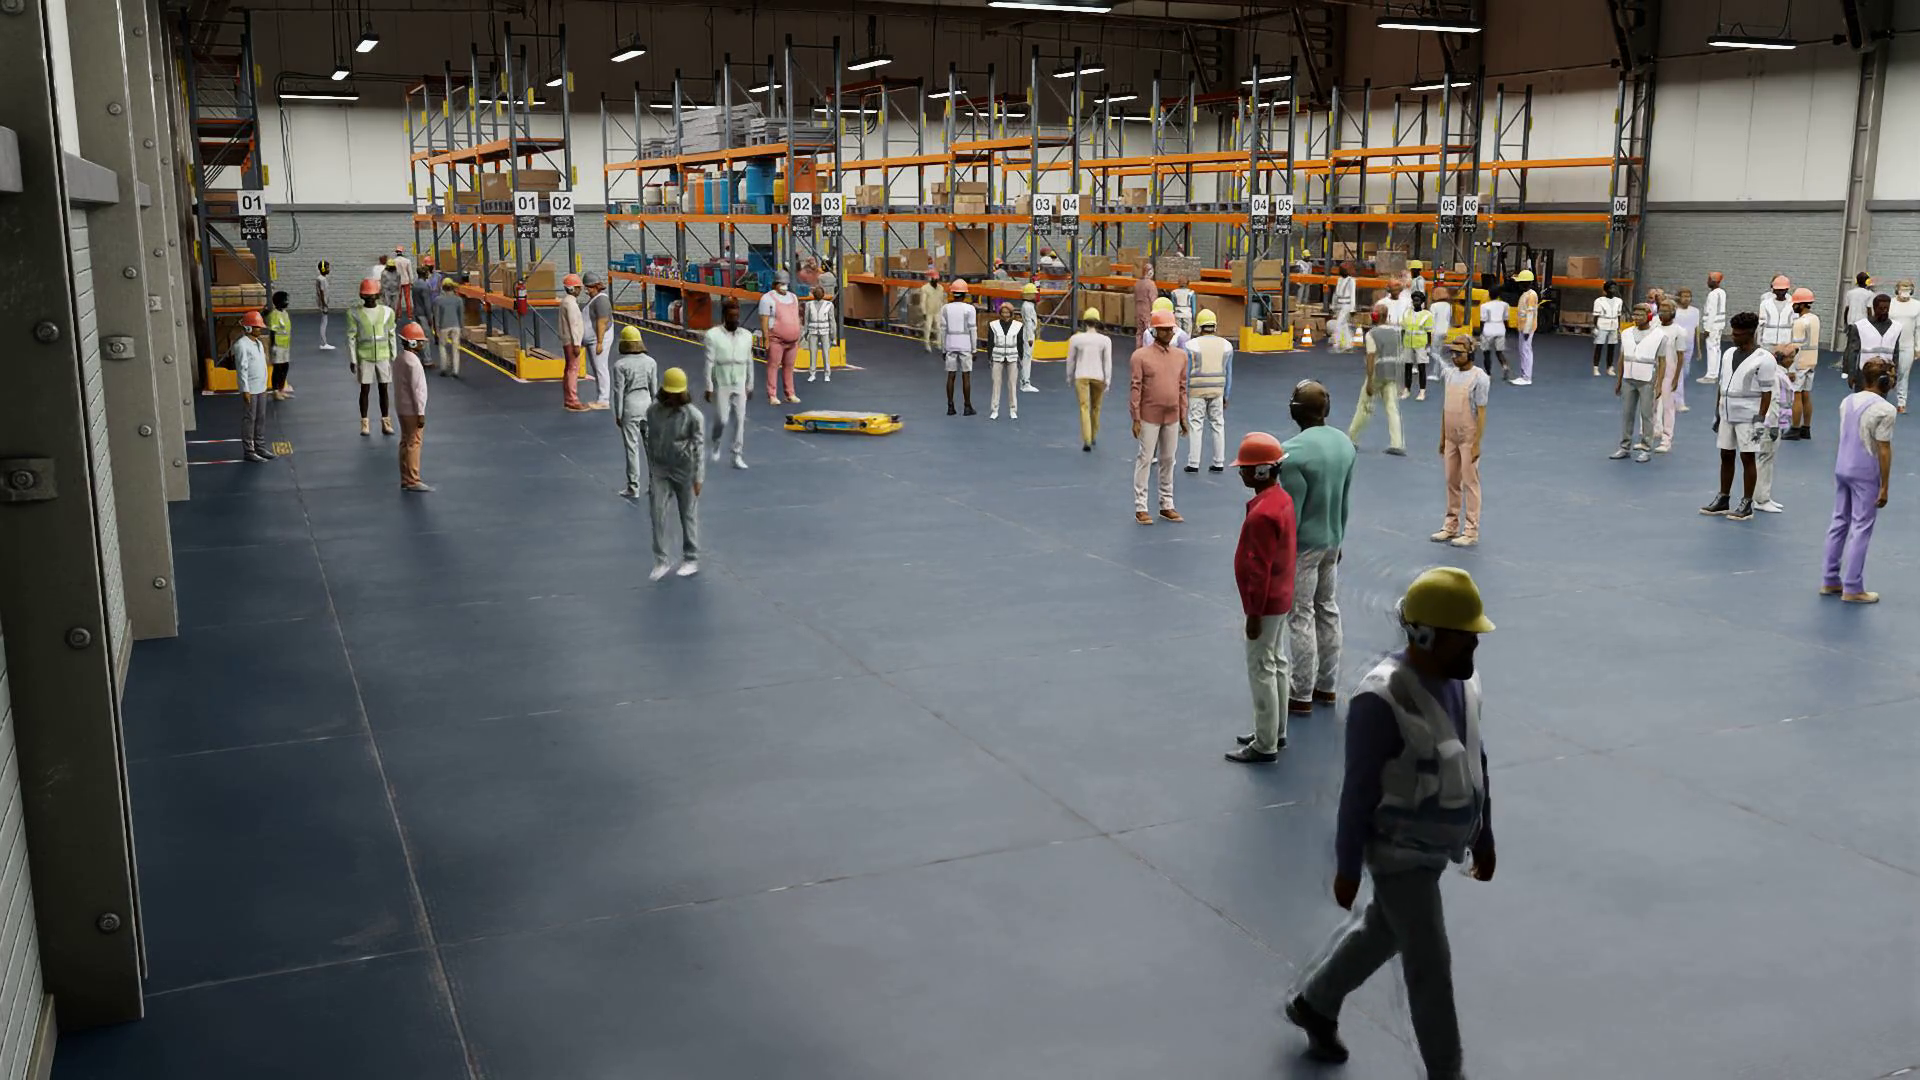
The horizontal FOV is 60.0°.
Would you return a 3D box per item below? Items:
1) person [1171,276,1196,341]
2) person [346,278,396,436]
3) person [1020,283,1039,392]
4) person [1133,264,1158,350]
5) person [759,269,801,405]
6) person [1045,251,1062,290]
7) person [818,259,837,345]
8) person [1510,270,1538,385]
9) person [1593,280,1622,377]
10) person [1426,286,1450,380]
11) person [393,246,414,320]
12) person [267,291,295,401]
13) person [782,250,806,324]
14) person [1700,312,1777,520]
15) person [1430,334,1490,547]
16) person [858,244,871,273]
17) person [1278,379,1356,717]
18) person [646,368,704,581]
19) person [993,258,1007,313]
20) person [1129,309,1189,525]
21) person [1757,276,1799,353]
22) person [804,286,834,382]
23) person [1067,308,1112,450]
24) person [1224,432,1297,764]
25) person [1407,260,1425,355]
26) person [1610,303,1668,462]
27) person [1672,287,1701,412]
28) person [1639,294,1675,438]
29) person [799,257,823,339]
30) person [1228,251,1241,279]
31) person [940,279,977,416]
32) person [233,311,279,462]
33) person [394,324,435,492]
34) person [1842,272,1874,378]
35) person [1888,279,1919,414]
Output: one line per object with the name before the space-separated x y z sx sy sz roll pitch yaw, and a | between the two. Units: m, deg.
person | 4.409 -4.388 32.852 0.514 1.642 0.307 5 12 23
person | -7.615 -2.377 21.608 0.613 2.039 0.393 -6 13 -30
person | 1.128 -3.280 26.961 0.294 1.744 0.487 -1 11 -3
person | 3.576 -4.301 31.719 0.410 1.913 0.642 -6 13 -28
person | -2.659 -3.065 25.108 0.689 2.000 0.537 -10 15 -43
person | 2.770 -7.689 49.308 0.533 1.767 0.322 3 12 16
person | -2.913 -5.202 36.394 0.514 1.877 0.328 -9 14 -38
person | 9.509 -3.572 28.003 0.393 1.921 0.590 2 11 8
person | 11.422 -3.724 29.336 0.577 1.698 0.345 -2 11 -11
person | 8.252 -3.542 28.610 0.510 1.622 0.517 -8 14 -35
person | -15.098 -6.950 44.992 0.609 1.986 0.390 -2 11 -10
person | -10.491 -2.993 25.647 0.321 1.688 0.557 1 11 3
person | -4.187 -6.377 42.076 0.620 2.008 1.025 -4 12 -22
person | 7.347 -1.169 15.680 0.380 1.959 0.603 -4 12 -21
person | 4.358 -0.867 14.450 0.348 1.841 0.501 -5 12 -24
person | -3.032 -8.381 52.434 0.375 1.919 0.584 4 12 21
person | 2.004 0.046 9.559 0.635 1.936 0.354 -10 15 -42
person | -2.226 -0.522 13.064 0.512 1.683 0.622 2 11 11
person | 0.958 -6.215 41.872 0.350 1.744 0.569 8 14 35
person | 1.856 -1.146 15.465 0.612 1.997 0.375 -5 12 -25
person | 12.283 -2.994 25.011 0.550 1.935 0.376 5 12 24
person | -2.411 -3.529 28.481 0.523 1.642 0.306 1 11 5
person | 1.589 -1.972 20.369 0.529 1.724 0.891 -1 11 -4
person | 1.577 0.300 8.770 0.354 1.743 0.574 4 12 20
person | 9.221 -4.704 33.725 0.367 1.927 0.590 0 11 -1
person | 7.912 -1.830 19.330 0.373 1.843 0.569 -8 14 -36
person | 10.535 -2.804 24.368 0.515 1.818 0.836 -2 11 -9
person | 8.981 -2.226 21.359 0.344 1.840 0.505 -2 11 -10
person | -3.359 -5.523 38.034 0.657 1.865 0.818 -7 13 -34
person | 8.314 -7.847 50.112 0.533 1.767 0.323 10 15 42
person | -0.010 -2.738 23.706 0.543 1.939 0.360 4 12 18
person | -8.188 -1.780 19.336 0.351 1.743 0.563 0 11 2
person | -5.656 -1.368 17.254 0.357 1.743 0.557 -8 14 -36
person | 15.617 -3.722 28.916 0.335 1.860 0.508 -7 13 -31
person | 13.494 -2.778 23.925 0.627 1.933 0.369 4 12 19
